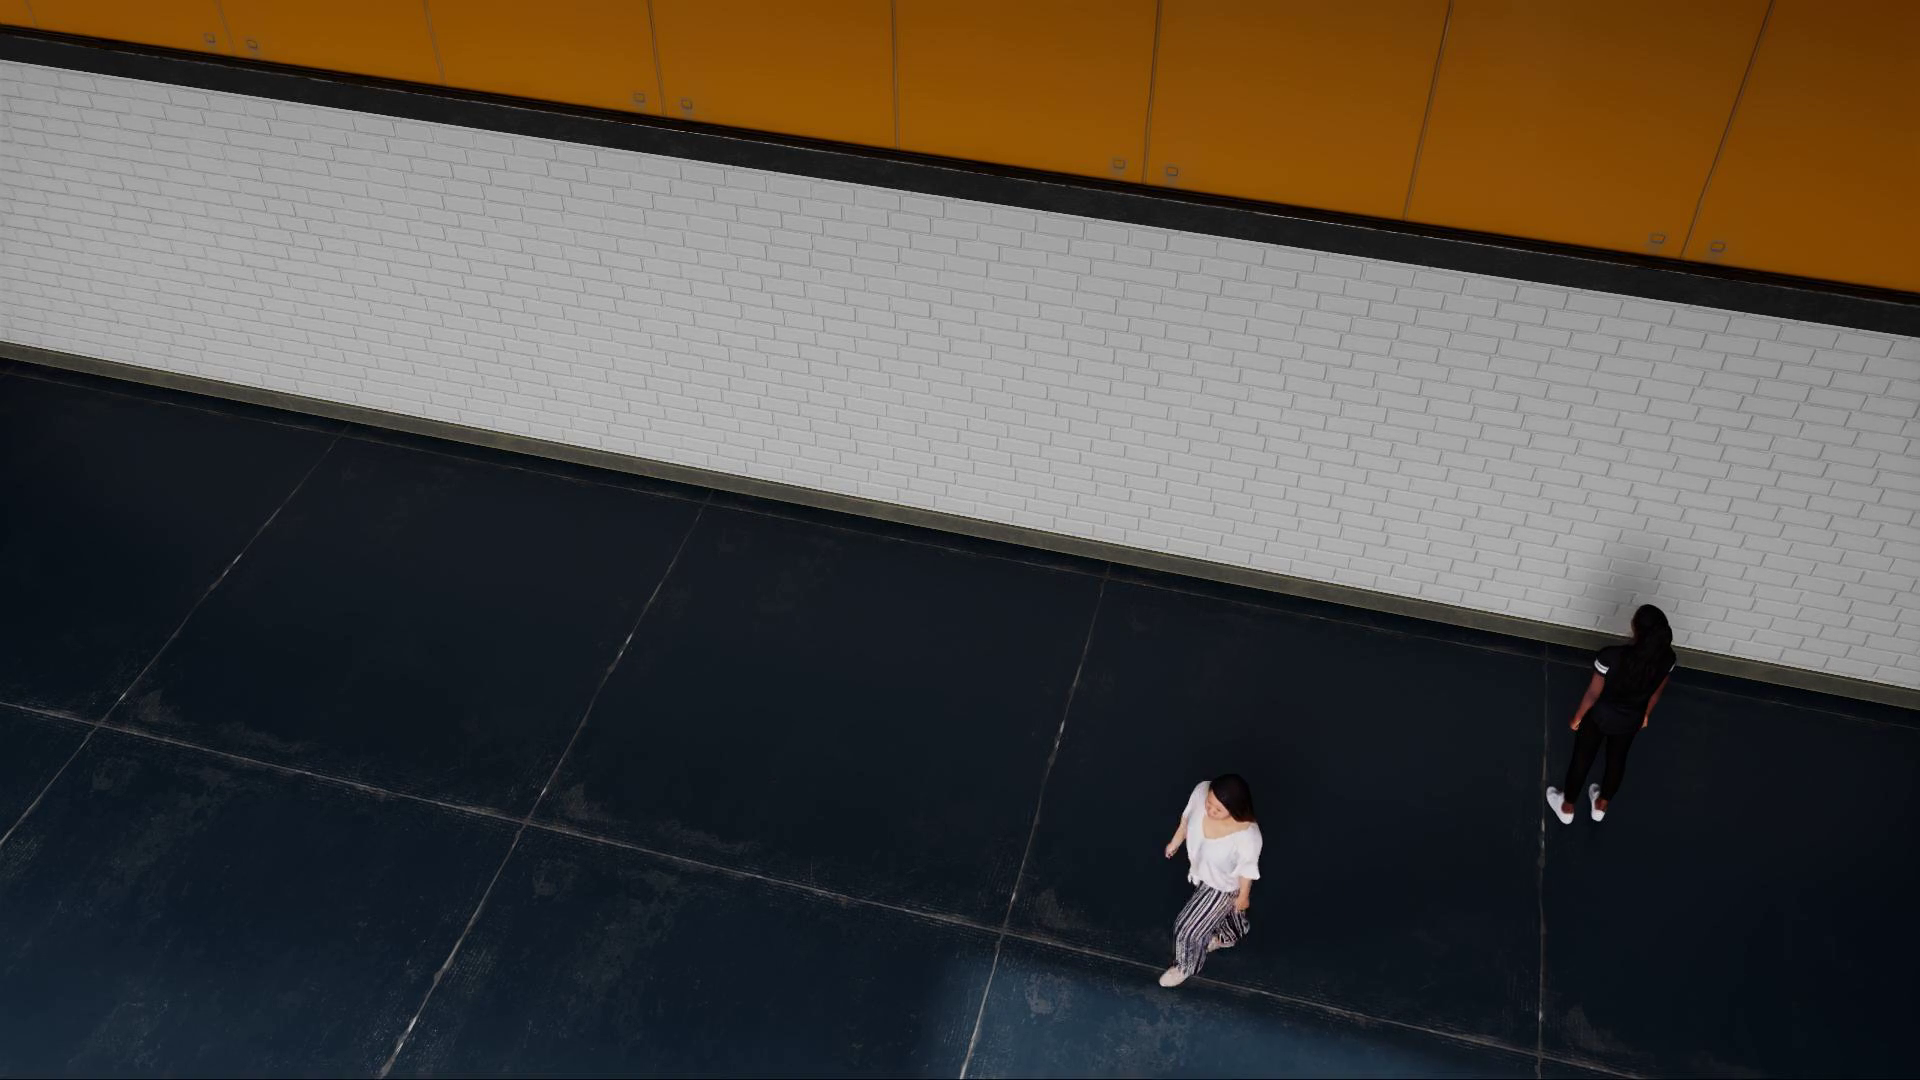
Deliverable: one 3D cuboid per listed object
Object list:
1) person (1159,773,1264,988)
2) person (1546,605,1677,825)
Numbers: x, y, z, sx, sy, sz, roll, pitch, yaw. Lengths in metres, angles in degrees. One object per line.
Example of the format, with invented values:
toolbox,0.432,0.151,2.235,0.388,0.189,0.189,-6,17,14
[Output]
person,1.461,1.754,8.912,0.980,1.656,0.943,-12,45,-12
person,3.781,1.014,9.635,0.673,1.730,0.646,-1,44,-1
